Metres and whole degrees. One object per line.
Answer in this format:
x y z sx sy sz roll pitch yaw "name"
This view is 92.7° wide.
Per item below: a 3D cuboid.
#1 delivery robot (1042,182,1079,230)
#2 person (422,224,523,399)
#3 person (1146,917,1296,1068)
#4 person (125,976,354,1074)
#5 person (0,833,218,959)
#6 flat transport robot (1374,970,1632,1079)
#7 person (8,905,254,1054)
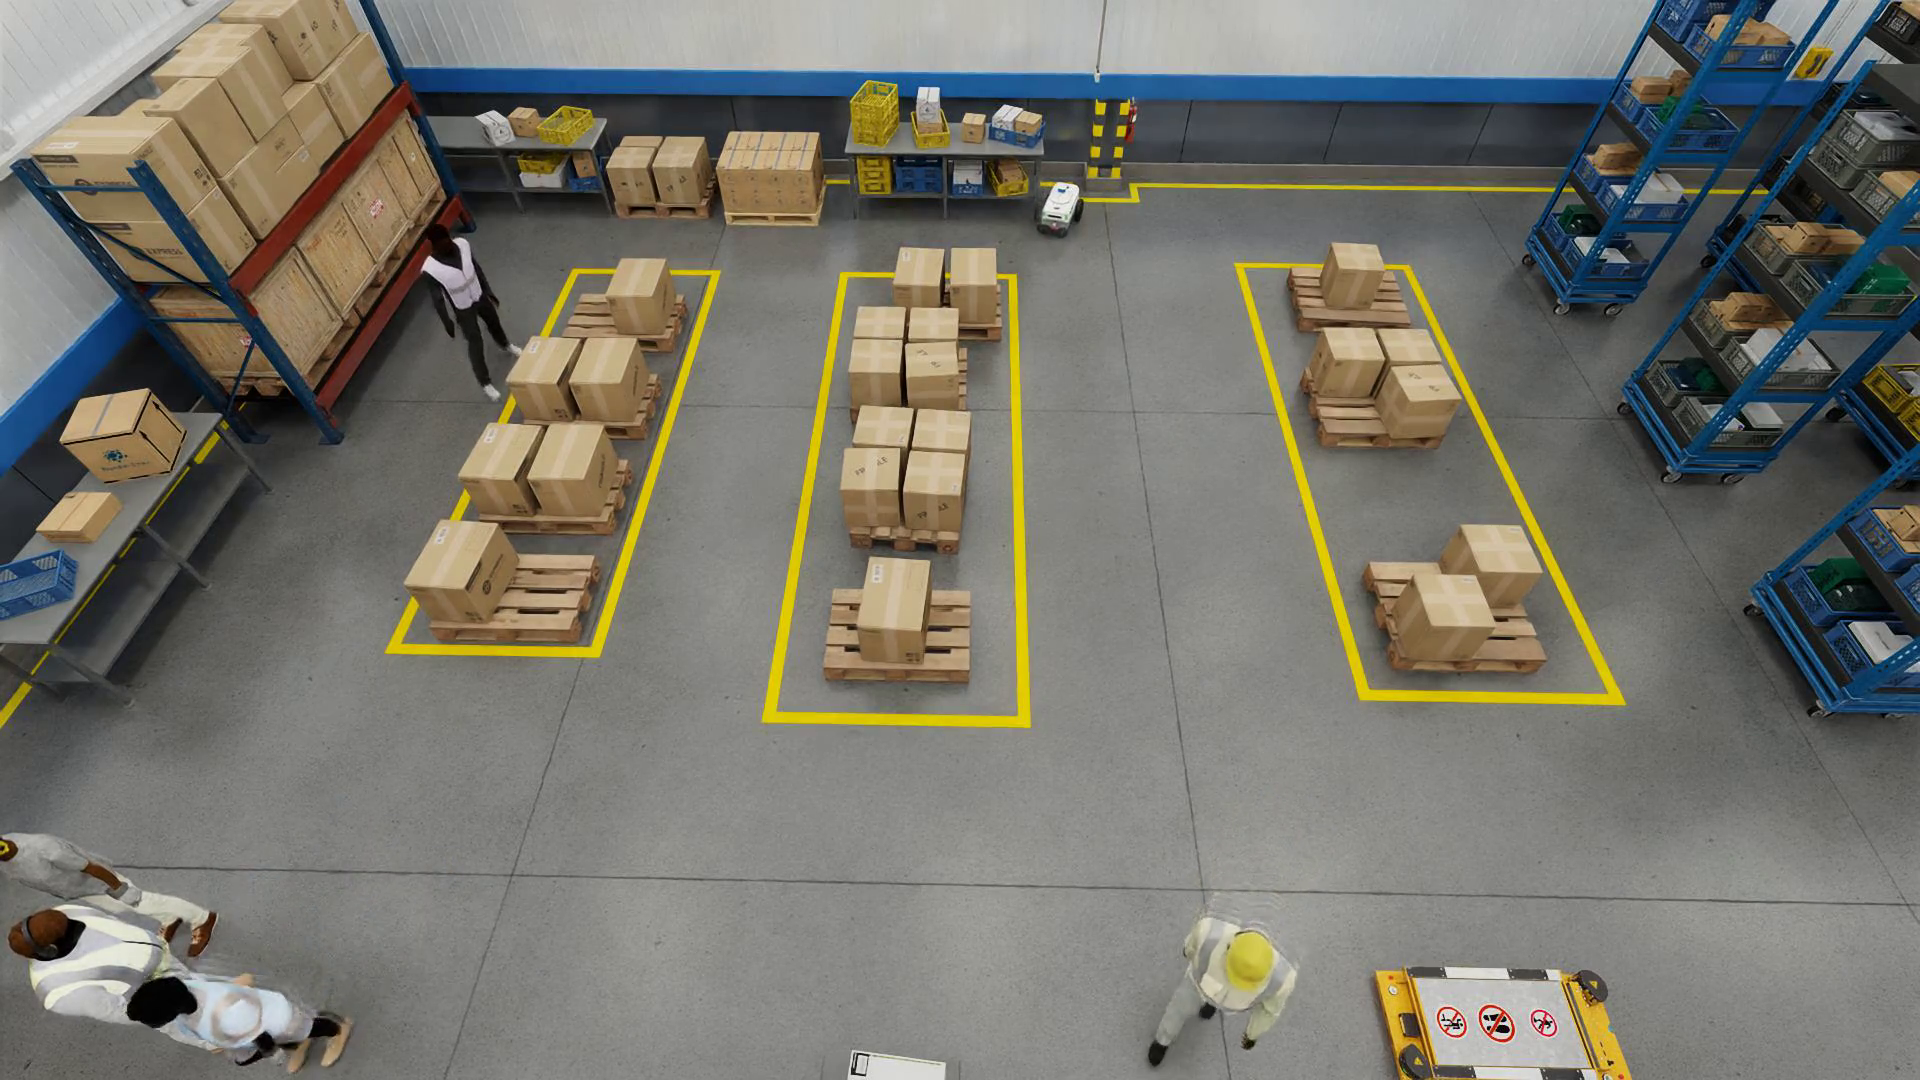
1.287 -4.292 11.727 0.477 0.478 0.707 13 52 10 "delivery robot"
-5.078 -2.410 9.424 0.557 1.862 0.779 17 53 13 "person"
1.516 2.656 5.333 0.589 1.789 0.842 22 54 17 "person"
-4.090 2.814 5.266 0.546 1.678 0.453 7 51 6 "person"
-5.405 2.167 5.692 0.524 1.854 0.338 2 51 1 "person"
3.501 3.133 5.914 1.431 0.197 0.652 1 51 1 "flat transport robot"
-4.807 2.566 5.379 0.431 1.835 0.624 -27 56 -20 "person"
